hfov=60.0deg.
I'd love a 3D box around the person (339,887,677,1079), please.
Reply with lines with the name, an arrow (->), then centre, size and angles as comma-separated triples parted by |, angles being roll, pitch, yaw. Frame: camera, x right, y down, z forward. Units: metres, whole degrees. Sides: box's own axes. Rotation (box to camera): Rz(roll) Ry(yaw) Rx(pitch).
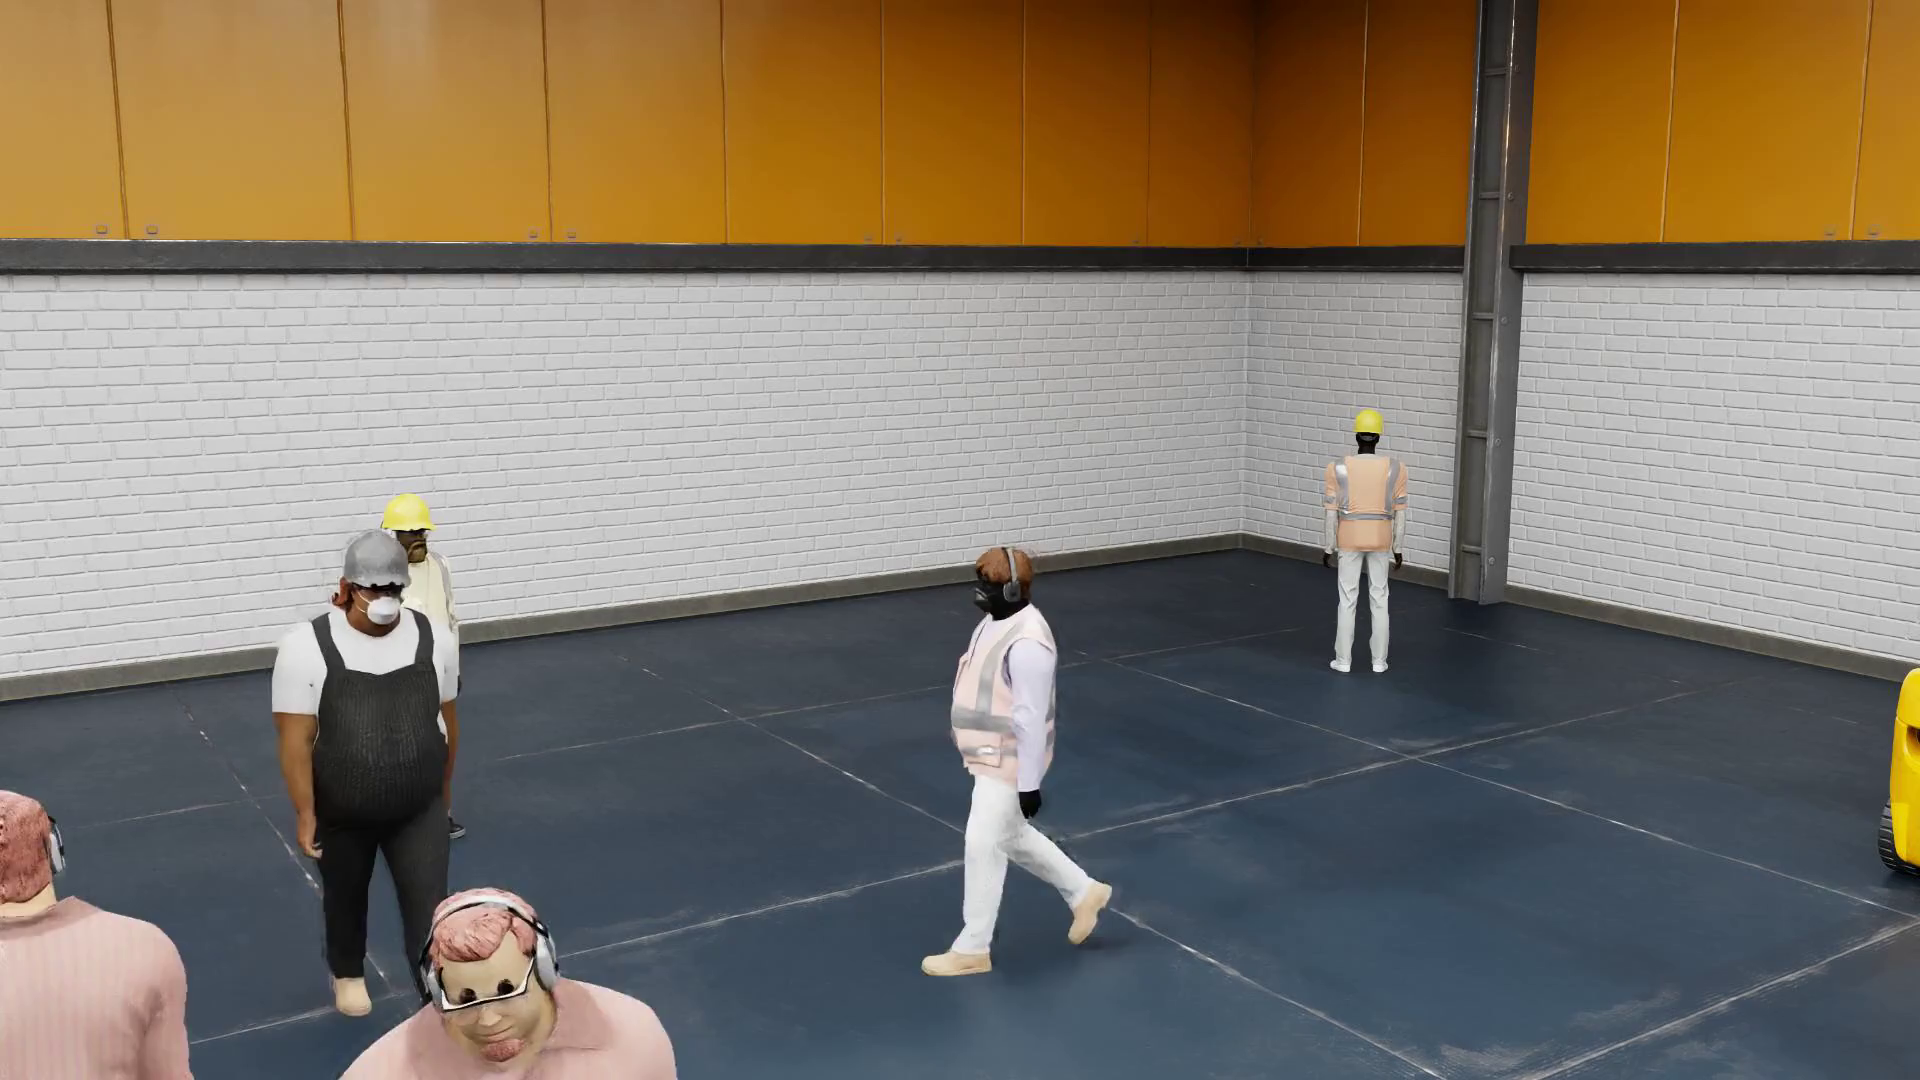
person -> -0.820, 1.523, 3.257 | 0.722, 1.843, 0.968 | -6, 11, -31

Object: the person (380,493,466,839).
person -> -2.782, 0.666, 8.446 | 0.403, 1.825, 0.593 | 6, 11, 34

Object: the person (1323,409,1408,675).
person -> 2.918, 0.020, 12.028 | 0.590, 1.927, 0.367 | 1, 9, 5

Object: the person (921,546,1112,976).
person -> 0.257, 0.915, 6.979 | 0.802, 1.819, 0.632 | -2, 10, -11

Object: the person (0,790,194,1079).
person -> -2.053, 1.453, 3.681 | 0.657, 1.842, 0.998 | -8, 12, -39

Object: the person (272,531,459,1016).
person -> -2.218, 0.911, 6.319 | 0.690, 2.000, 1.035 | -5, 11, -28

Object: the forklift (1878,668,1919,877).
forklift -> 5.511, 0.571, 7.906 | 2.313, 2.155, 1.214 | -6, 11, -33
